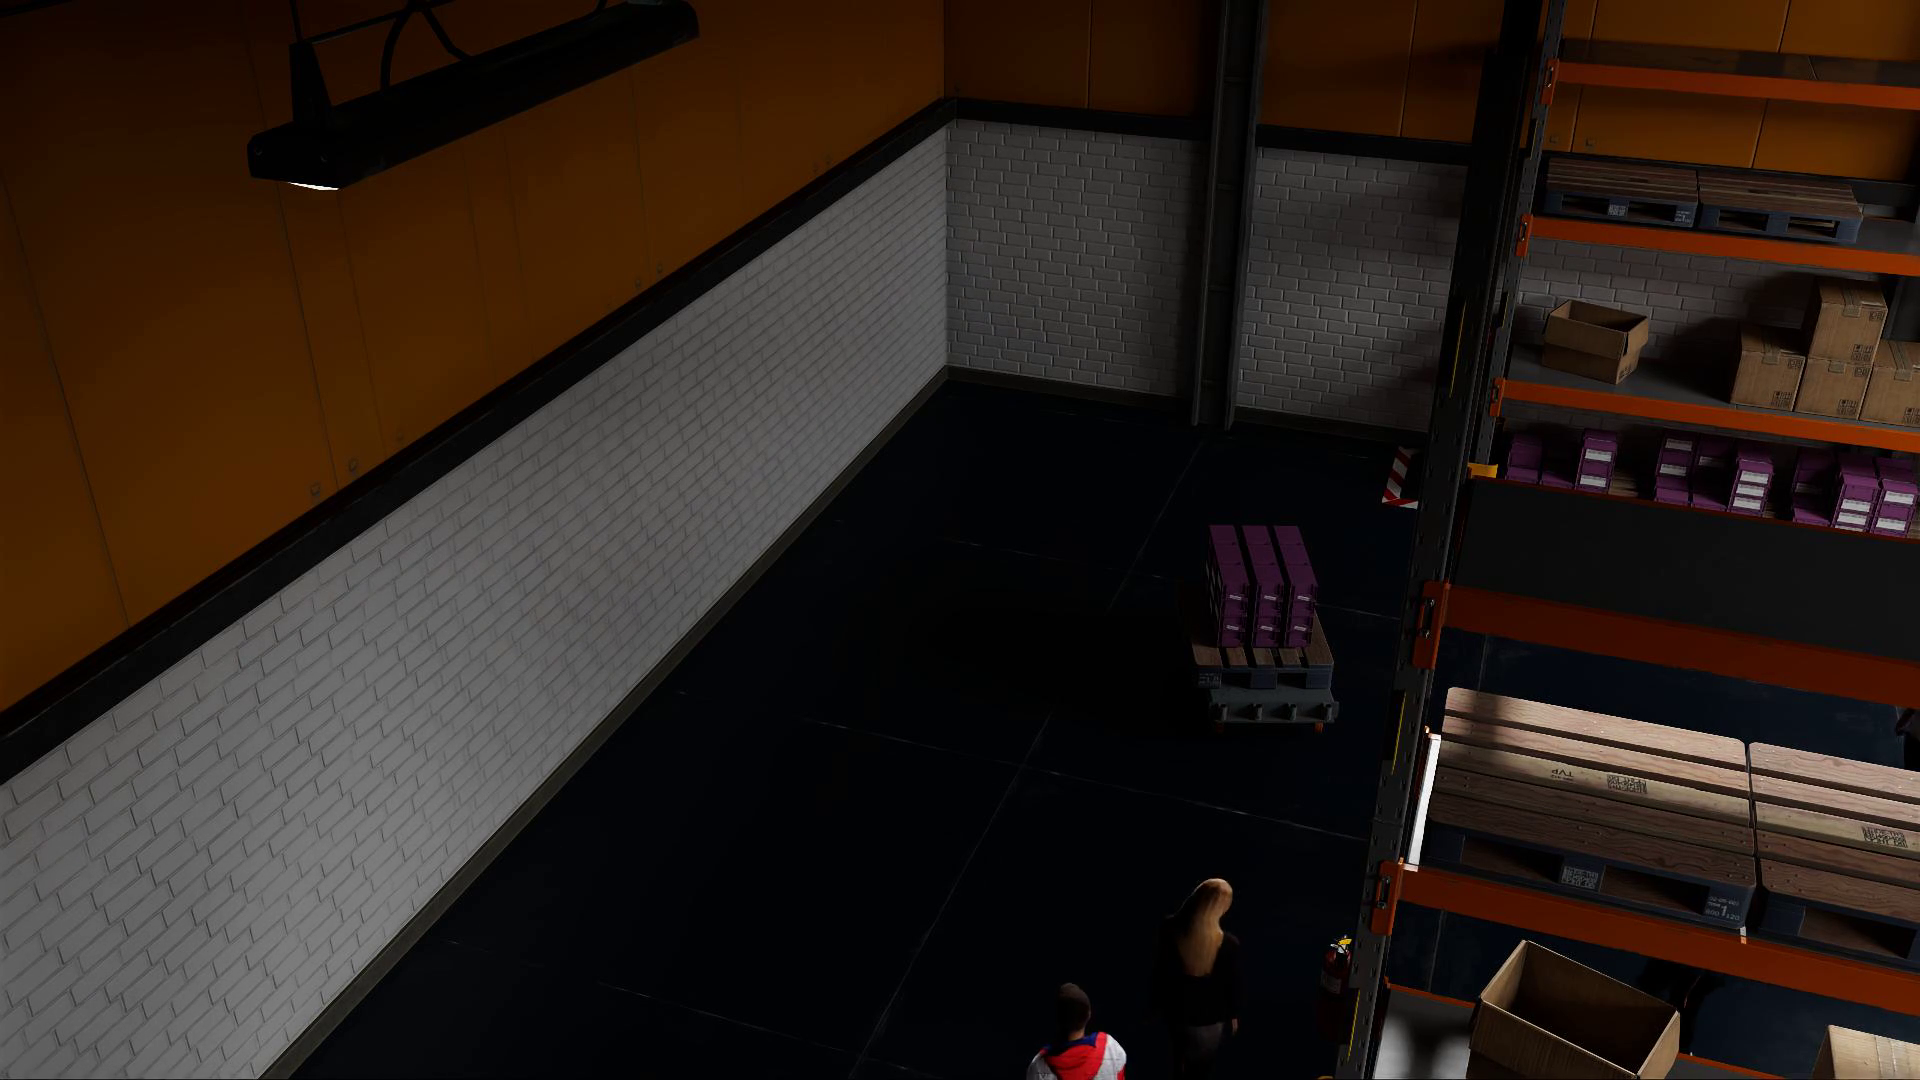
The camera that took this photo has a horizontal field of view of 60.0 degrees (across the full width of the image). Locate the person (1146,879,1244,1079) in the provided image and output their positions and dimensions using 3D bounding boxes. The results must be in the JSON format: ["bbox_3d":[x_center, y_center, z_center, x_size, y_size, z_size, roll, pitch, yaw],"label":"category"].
[{"bbox_3d":[1.150,2.519,8.413,1.094,1.811,0.766,12,31,21],"label":"person"}]

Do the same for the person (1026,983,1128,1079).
[{"bbox_3d":[0.566,2.900,7.794,0.803,1.733,0.861,-4,29,-8],"label":"person"}]
